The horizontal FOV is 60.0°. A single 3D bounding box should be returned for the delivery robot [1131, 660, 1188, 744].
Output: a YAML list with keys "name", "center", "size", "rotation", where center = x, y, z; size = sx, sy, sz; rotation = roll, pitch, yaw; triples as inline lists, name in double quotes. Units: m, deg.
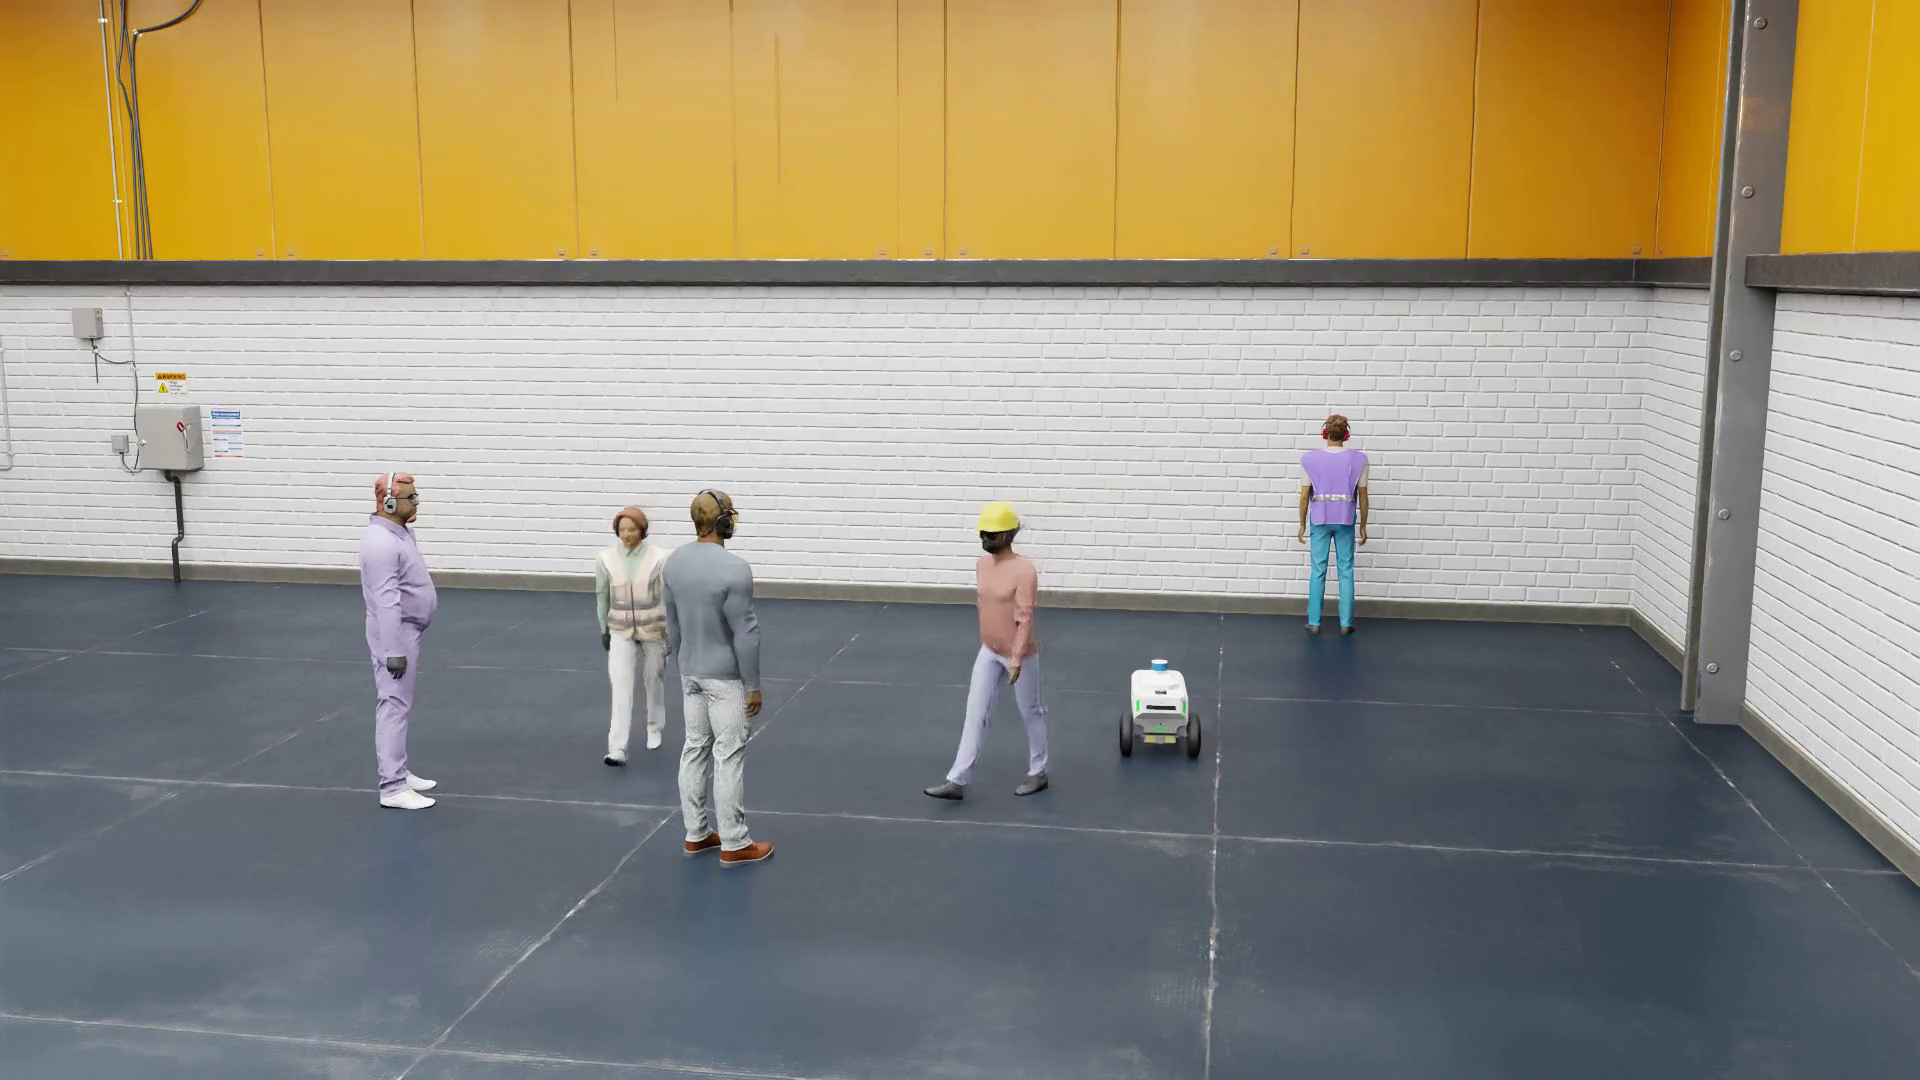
- name: "delivery robot"
  center: [1.266, 1.005, 10.579]
  size: [0.477, 0.478, 0.707]
  rotation: [1, 9, 4]

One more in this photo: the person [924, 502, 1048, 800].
- name: "person"
  center: [0.196, 0.651, 9.427]
  size: [0.870, 1.724, 0.536]
  rotation: [-8, 12, -42]

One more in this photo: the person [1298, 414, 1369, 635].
- name: "person"
  center: [3.107, -0.123, 13.850]
  size: [0.570, 1.845, 0.381]
  rotation: [1, 9, 8]

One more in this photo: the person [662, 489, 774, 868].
- name: "person"
  center: [-1.241, 0.700, 8.496]
  size: [0.631, 1.940, 0.372]
  rotation: [8, 12, 39]

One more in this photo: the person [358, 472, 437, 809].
- name: "person"
  center: [-3.174, 0.560, 9.457]
  size: [0.402, 1.906, 0.652]
  rotation: [-3, 10, -15]

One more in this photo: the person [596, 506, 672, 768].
- name: "person"
  center: [-1.991, 0.589, 10.254]
  size: [0.524, 1.580, 0.905]
  rotation: [0, 9, 0]
